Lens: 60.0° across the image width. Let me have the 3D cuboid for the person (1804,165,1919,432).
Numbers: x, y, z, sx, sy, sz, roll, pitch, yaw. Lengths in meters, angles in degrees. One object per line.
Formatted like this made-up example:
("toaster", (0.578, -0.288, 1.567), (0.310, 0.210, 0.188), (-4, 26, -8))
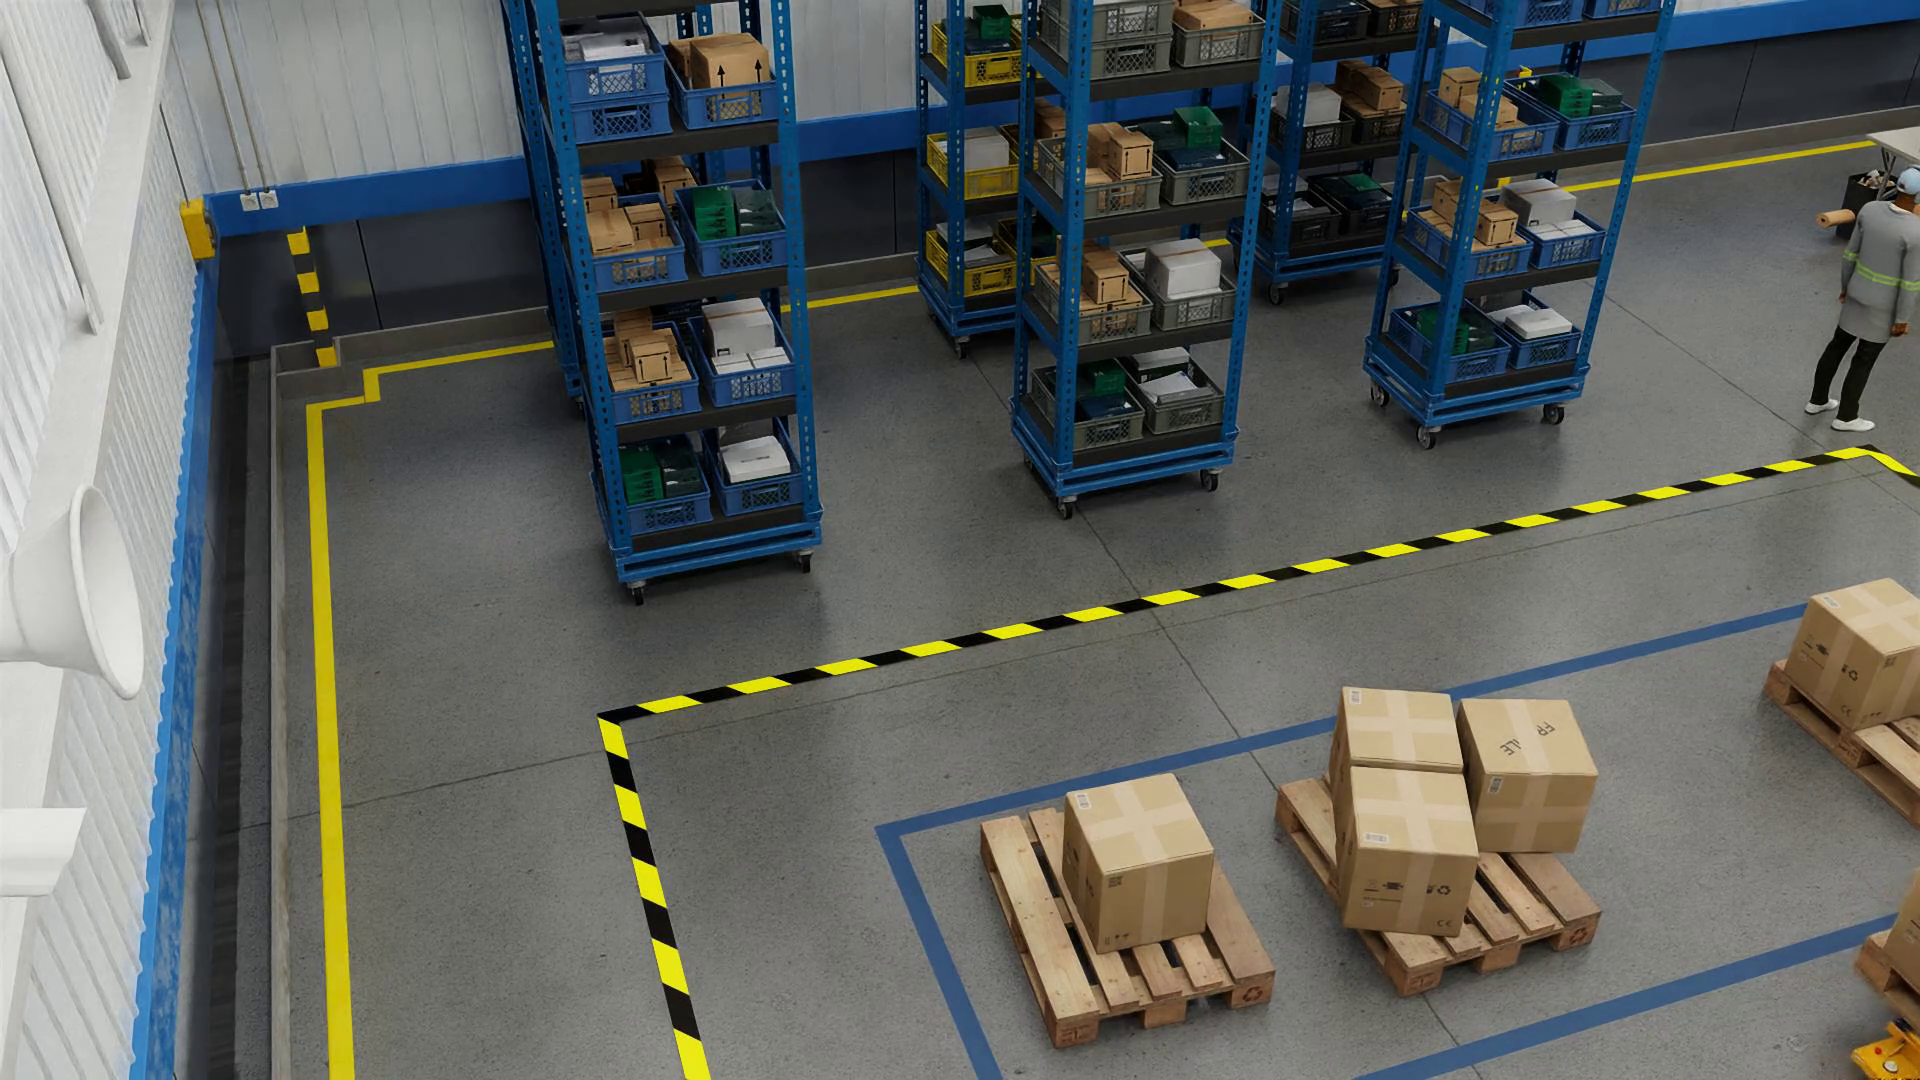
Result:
("person", (6.022, -1.584, 10.927), (0.374, 1.852, 0.589), (-11, 37, -16))

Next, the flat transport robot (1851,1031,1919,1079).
("flat transport robot", (4.560, 2.173, 6.950), (1.431, 0.197, 0.652), (-11, 37, -15))
